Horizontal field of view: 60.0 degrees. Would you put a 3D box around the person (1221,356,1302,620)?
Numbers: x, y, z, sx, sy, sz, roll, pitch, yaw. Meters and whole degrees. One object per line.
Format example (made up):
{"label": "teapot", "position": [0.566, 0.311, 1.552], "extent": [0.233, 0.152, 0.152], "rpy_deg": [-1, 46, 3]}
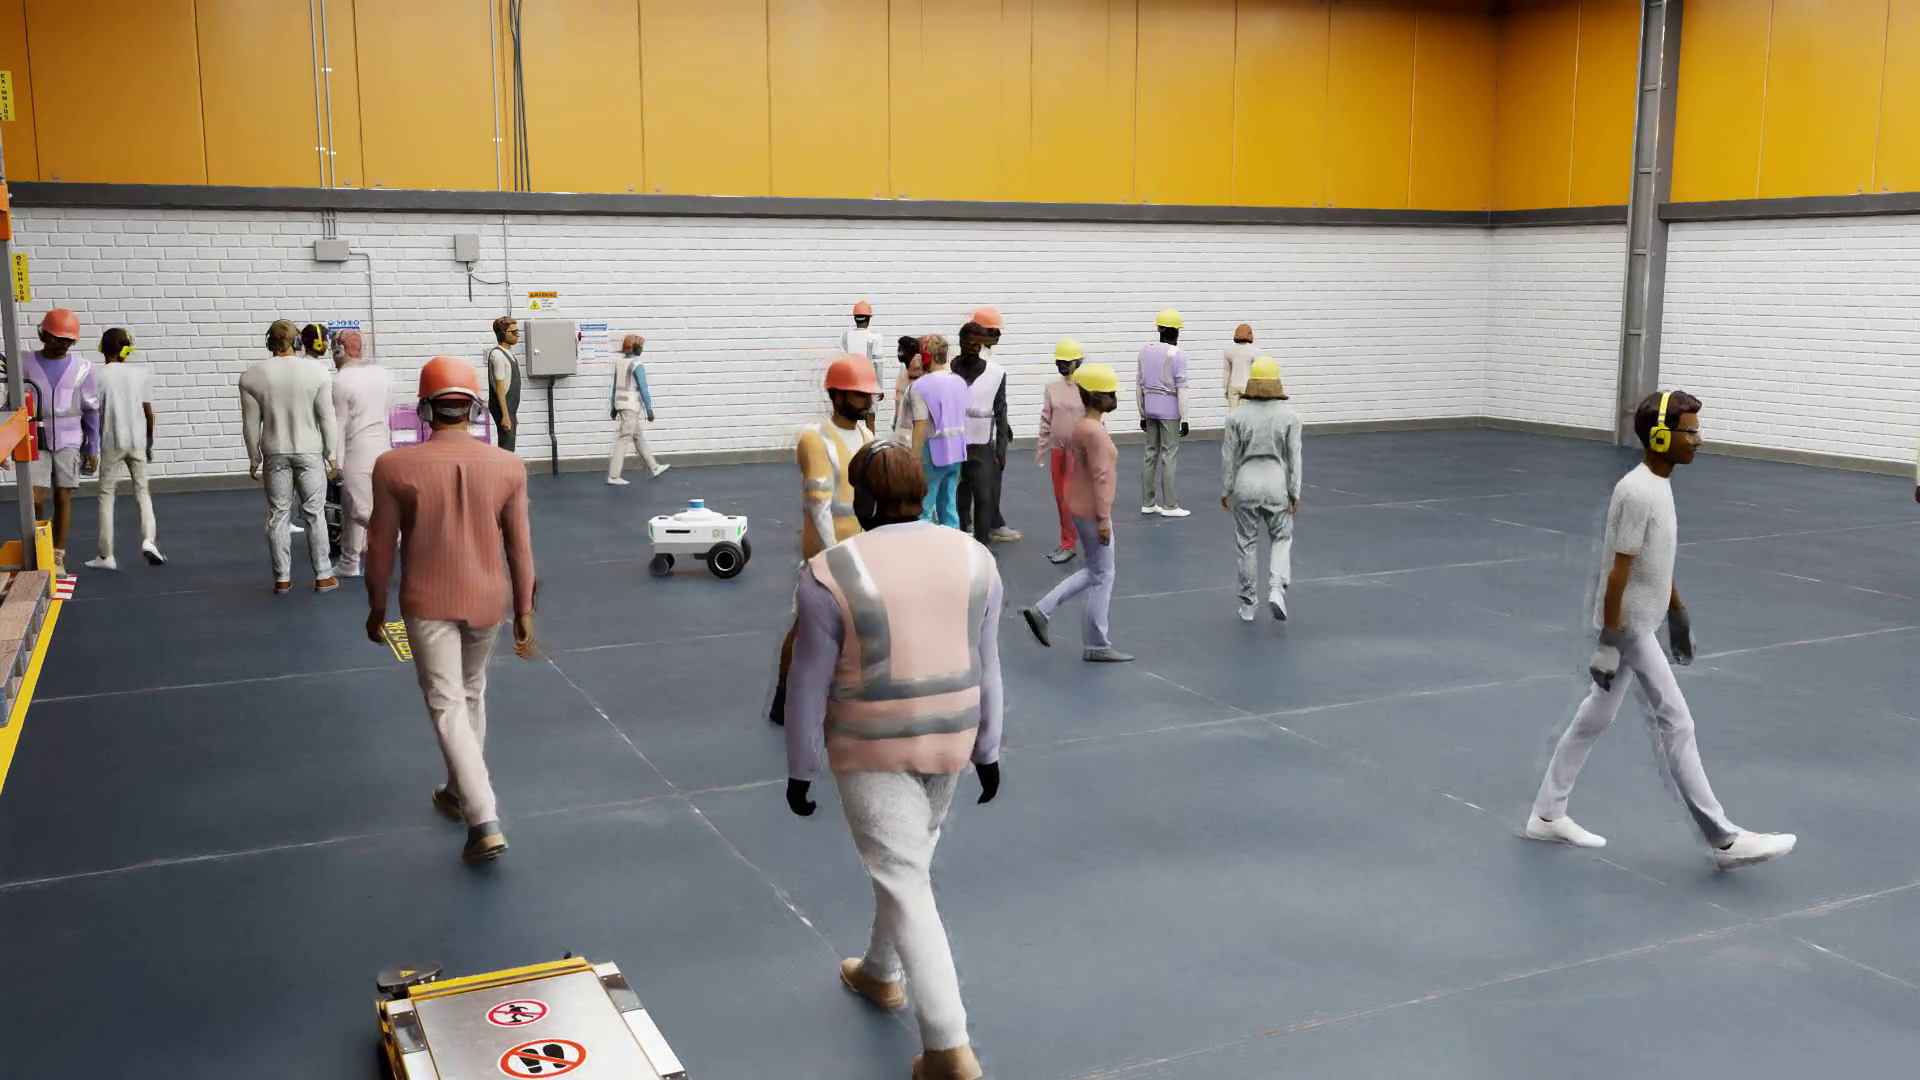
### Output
{"label": "person", "position": [1.936, -0.318, 10.717], "extent": [0.512, 1.733, 0.477], "rpy_deg": [1, 9, 8]}

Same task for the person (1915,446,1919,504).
{"label": "person", "position": [6.635, -0.378, 10.872], "extent": [0.626, 1.792, 0.873], "rpy_deg": [4, 10, 21]}

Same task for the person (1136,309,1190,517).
{"label": "person", "position": [1.903, -1.176, 15.432], "extent": [0.379, 1.924, 0.594], "rpy_deg": [-8, 12, -40]}

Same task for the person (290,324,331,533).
{"label": "person", "position": [-5.648, -0.975, 14.571], "extent": [0.505, 1.801, 1.020], "rpy_deg": [8, 12, 41]}

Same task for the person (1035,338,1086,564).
{"label": "person", "position": [0.807, -0.693, 12.970], "extent": [0.560, 1.749, 0.489], "rpy_deg": [8, 12, 40]}

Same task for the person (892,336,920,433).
{"label": "person", "position": [-0.452, -1.174, 16.296], "extent": [0.889, 1.659, 0.534], "rpy_deg": [-2, 9, -15]}

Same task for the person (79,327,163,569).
{"label": "person", "position": [-6.406, -0.685, 12.647], "extent": [0.614, 1.849, 0.485], "rpy_deg": [-8, 12, -40]}

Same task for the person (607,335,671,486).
{"label": "person", "position": [-3.449, -1.391, 17.790], "extent": [0.860, 1.586, 0.531], "rpy_deg": [-7, 12, -38]}

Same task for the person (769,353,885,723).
{"label": "person", "position": [-0.559, 0.041, 8.056], "extent": [1.024, 1.882, 0.553], "rpy_deg": [7, 12, 37]}

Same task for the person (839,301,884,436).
{"label": "person", "position": [-1.132, -1.811, 19.373], "extent": [0.545, 1.929, 0.388], "rpy_deg": [3, 10, 20]}

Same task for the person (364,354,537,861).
{"label": "person", "position": [-1.981, 0.247, 6.551], "extent": [0.609, 1.953, 0.990], "rpy_deg": [-7, 12, -38]}

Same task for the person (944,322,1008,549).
{"label": "person", "position": [0.041, -0.706, 12.648], "extent": [0.631, 1.892, 0.475], "rpy_deg": [1, 9, 7]}

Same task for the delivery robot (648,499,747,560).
{"label": "delivery robot", "position": [-1.966, -0.060, 12.464], "extent": [0.707, 0.478, 0.477], "rpy_deg": [0, 9, 0]}

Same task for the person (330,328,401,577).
{"label": "person", "position": [-4.331, -0.610, 12.138], "extent": [0.869, 1.868, 0.649], "rpy_deg": [2, 9, 12]}

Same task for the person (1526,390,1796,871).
{"label": "person", "position": [2.677, 0.346, 6.329], "extent": [0.997, 1.818, 0.552], "rpy_deg": [4, 10, 25]}

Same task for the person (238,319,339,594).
{"label": "person", "position": [-4.702, -0.579, 11.710], "extent": [0.627, 1.934, 0.370], "rpy_deg": [-2, 9, -13]}

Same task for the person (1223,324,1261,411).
{"label": "person", "position": [3.484, -1.855, 20.576], "extent": [0.500, 1.632, 0.273], "rpy_deg": [6, 11, 34]}

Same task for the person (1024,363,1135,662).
{"label": "person", "position": [0.711, -0.147, 9.600], "extent": [0.554, 1.752, 0.530], "rpy_deg": [-1, 9, -4]}

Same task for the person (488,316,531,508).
{"label": "person", "position": [-4.316, -1.207, 15.878], "extent": [0.343, 1.846, 0.507], "rpy_deg": [-1, 9, -8]}

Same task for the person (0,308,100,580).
{"label": "person", "position": [-6.693, -0.699, 12.244], "extent": [0.701, 2.000, 0.536], "rpy_deg": [-6, 11, -34]}

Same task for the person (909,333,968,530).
{"label": "person", "position": [-0.147, -0.525, 11.688], "extent": [0.377, 1.847, 0.590], "rpy_deg": [7, 12, 37]}

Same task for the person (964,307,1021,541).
{"label": "person", "position": [0.277, -0.974, 14.039], "extent": [0.810, 1.961, 0.636], "rpy_deg": [3, 9, 15]}

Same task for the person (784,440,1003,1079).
{"label": "person", "position": [-0.161, 0.612, 4.769], "extent": [0.642, 1.801, 0.958], "rpy_deg": [-6, 11, -32]}

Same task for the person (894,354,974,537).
{"label": "person", "position": [-0.296, -0.695, 13.431], "extent": [0.820, 1.588, 0.531], "rpy_deg": [1, 9, 3]}

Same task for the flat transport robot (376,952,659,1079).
{"label": "flat transport robot", "position": [-1.125, 1.427, 4.402], "extent": [0.652, 0.197, 1.431], "rpy_deg": [-4, 10, -25]}
